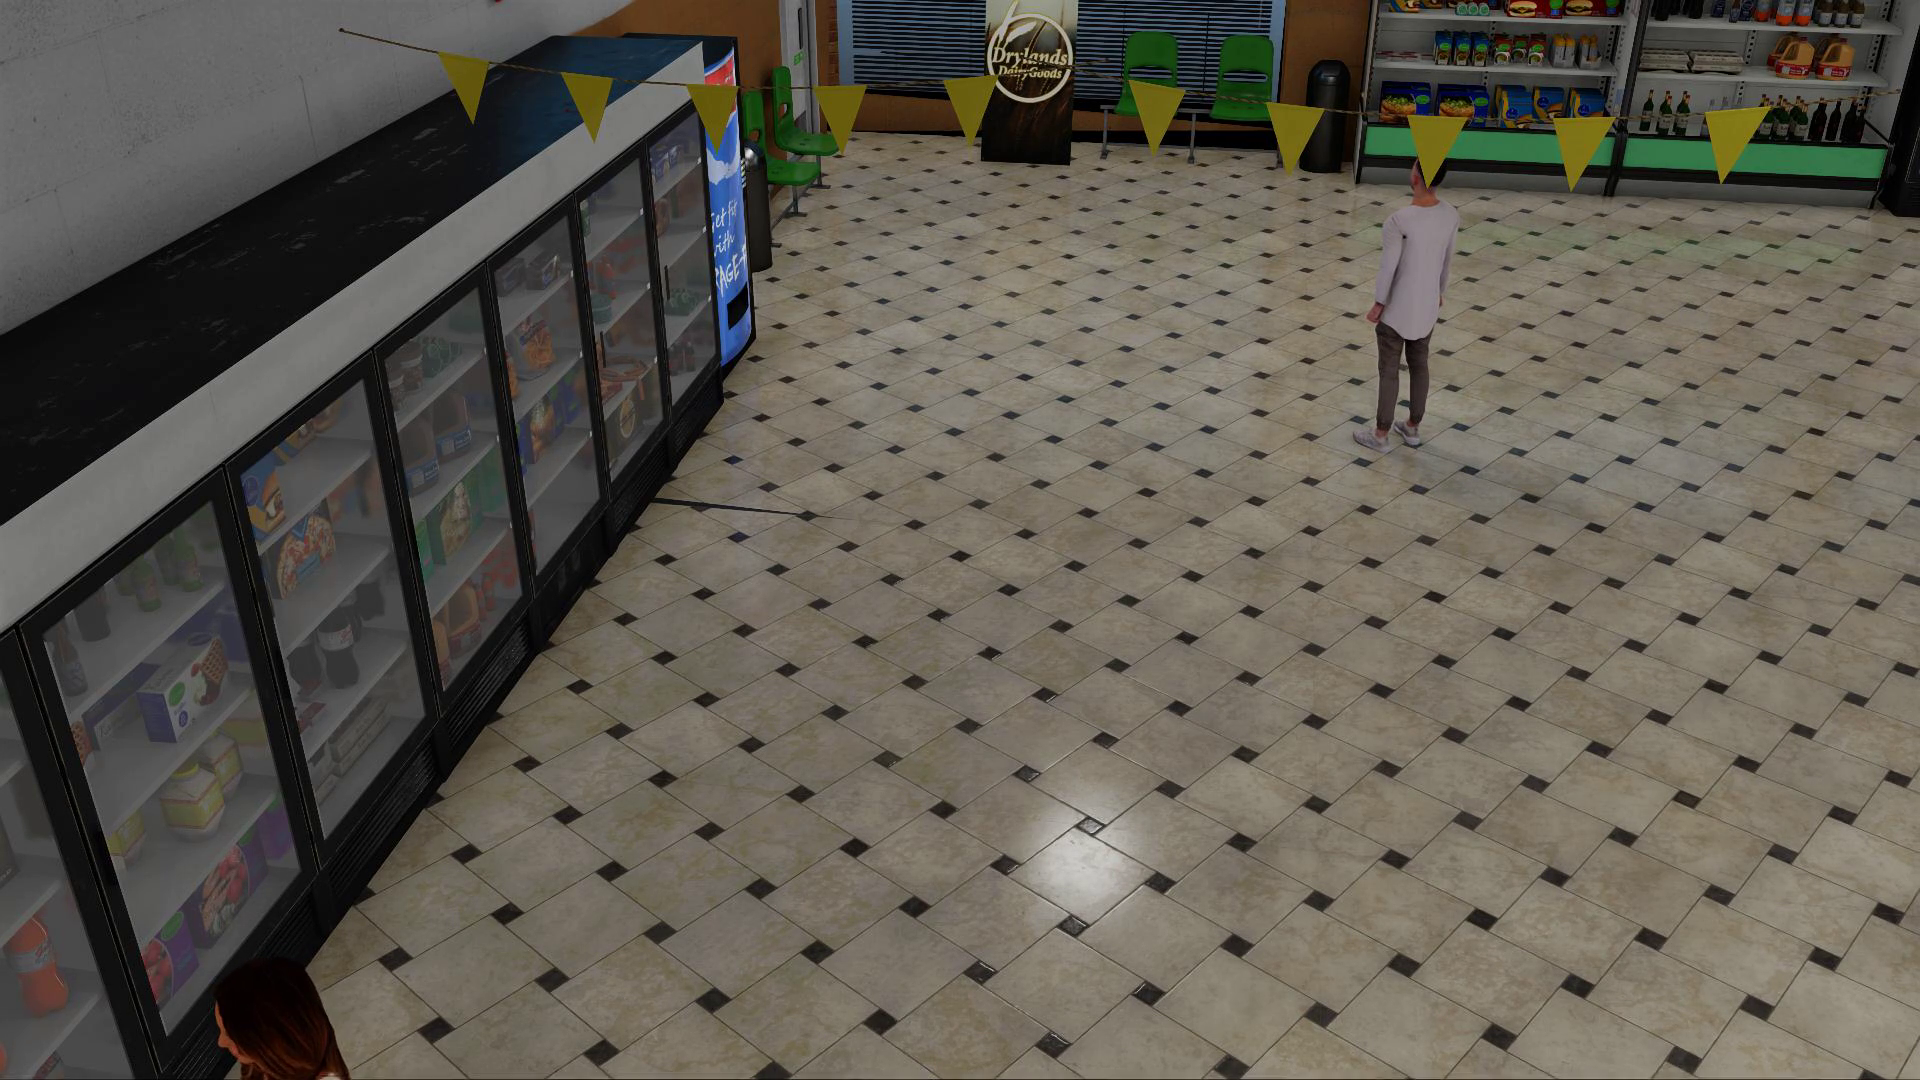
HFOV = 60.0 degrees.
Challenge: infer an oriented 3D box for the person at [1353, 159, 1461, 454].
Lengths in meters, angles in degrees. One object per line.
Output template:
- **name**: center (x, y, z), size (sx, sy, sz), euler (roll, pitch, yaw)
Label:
- **person**: center (2.661, -1.408, 9.827), size (0.711, 1.841, 0.816), euler (-12, 31, -21)

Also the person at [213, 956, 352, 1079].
- **person**: center (-1.520, 1.737, 4.127), size (0.725, 1.782, 0.663), euler (-19, 34, -31)
